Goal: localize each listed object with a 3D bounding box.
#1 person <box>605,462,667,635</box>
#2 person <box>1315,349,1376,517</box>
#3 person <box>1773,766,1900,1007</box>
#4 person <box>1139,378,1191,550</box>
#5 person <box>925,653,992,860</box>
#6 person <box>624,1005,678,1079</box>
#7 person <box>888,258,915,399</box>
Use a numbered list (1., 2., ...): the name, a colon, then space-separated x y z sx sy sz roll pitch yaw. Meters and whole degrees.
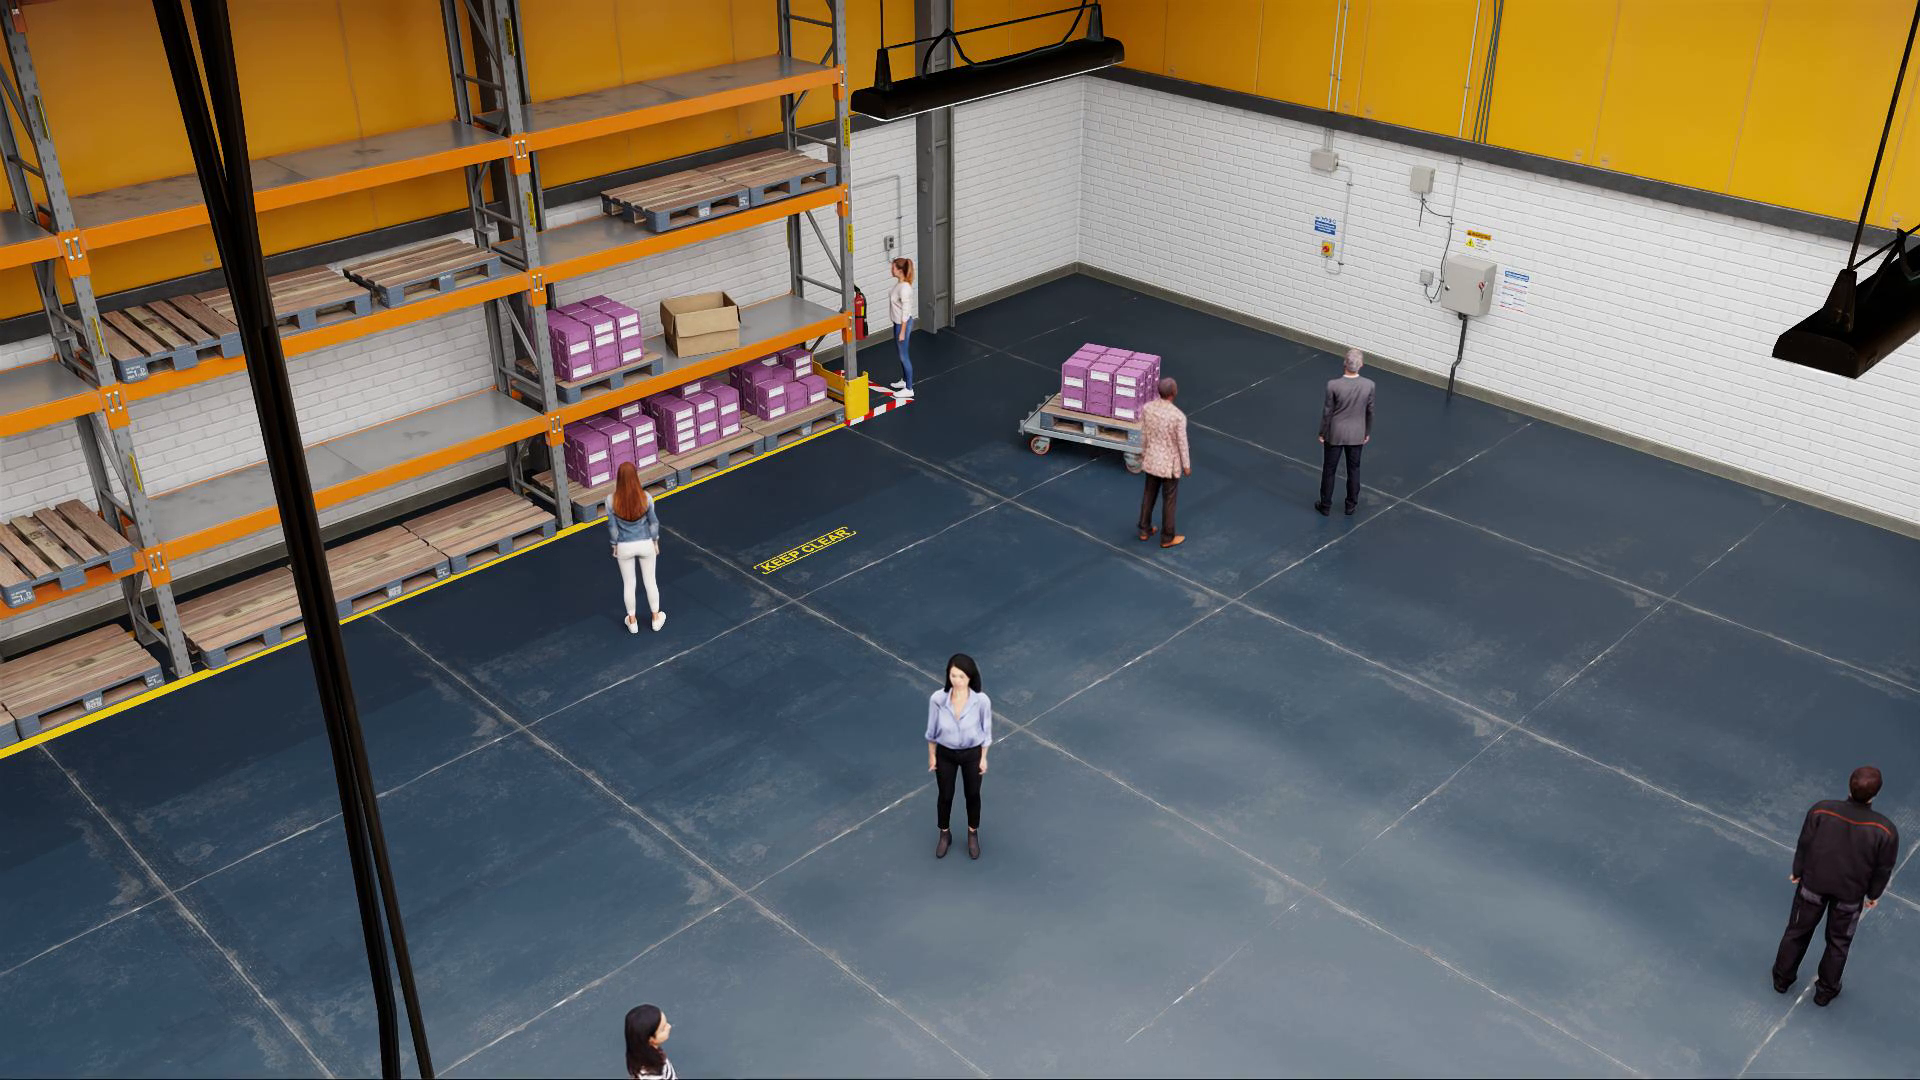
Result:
1. person: -2.963 0.072 15.185 0.646 1.703 0.749 -5 29 -9
2. person: 3.988 -1.118 17.221 0.785 1.842 0.857 -1 29 -2
3. person: 5.777 2.276 11.004 0.768 1.838 0.648 17 33 28
4. person: 2.025 -0.771 16.621 0.695 1.807 0.609 23 36 35
5. person: -0.001 1.602 12.337 0.727 1.744 0.773 2 29 3
6. person: -1.676 3.277 9.210 0.588 1.796 0.639 -13 31 -23
7. person: -0.691 -2.566 20.004 0.721 1.719 0.690 -3 29 -6
